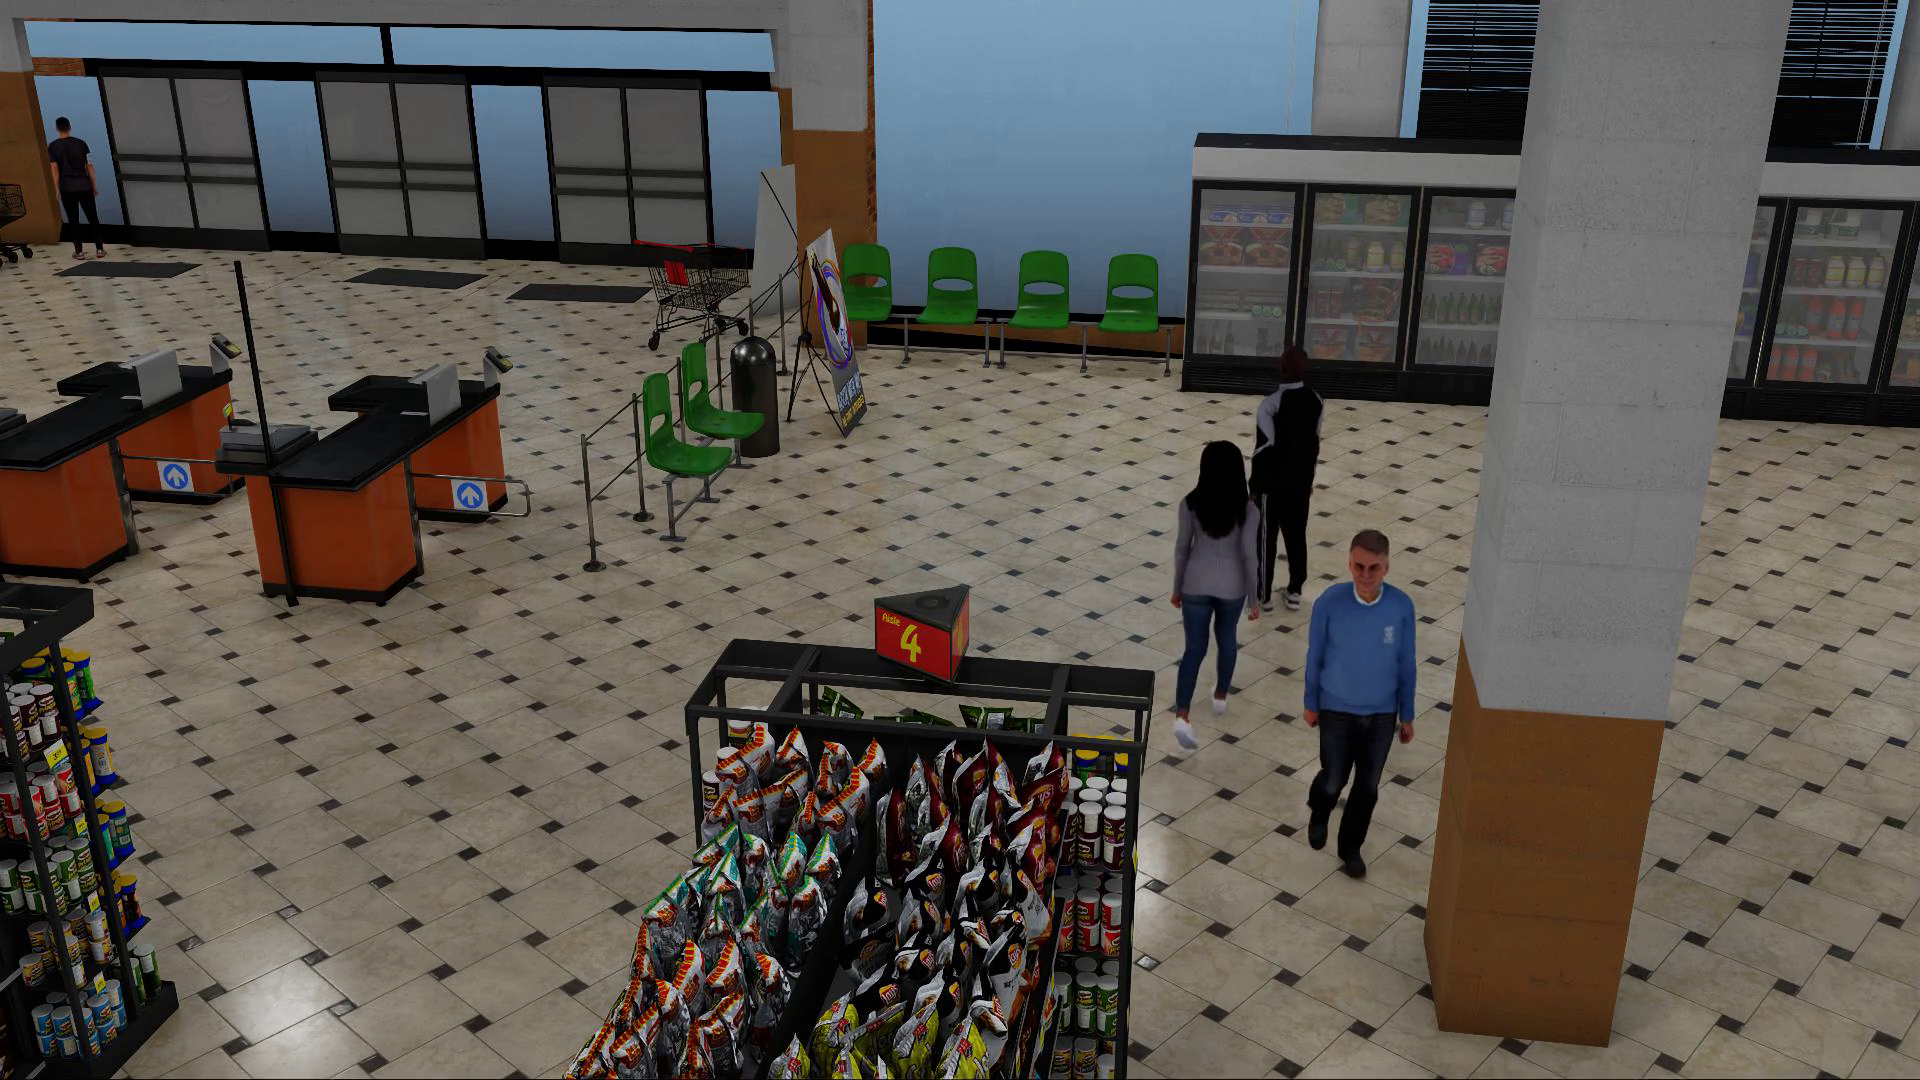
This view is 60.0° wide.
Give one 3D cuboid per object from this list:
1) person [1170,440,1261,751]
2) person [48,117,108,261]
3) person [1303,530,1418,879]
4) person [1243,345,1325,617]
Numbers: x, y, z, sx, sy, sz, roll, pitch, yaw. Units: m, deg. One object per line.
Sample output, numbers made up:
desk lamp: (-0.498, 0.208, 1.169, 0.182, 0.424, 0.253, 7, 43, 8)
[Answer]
person: (1.387, 0.364, 9.230, 0.698, 1.644, 1.148, 6, 23, 14)
person: (-11.201, -4.452, 21.057, 0.707, 1.763, 0.766, -14, 26, -32)
person: (1.910, 0.753, 8.053, 0.735, 1.801, 0.765, -1, 22, -2)
person: (2.122, -0.392, 10.864, 0.738, 1.828, 0.744, -9, 24, -21)
